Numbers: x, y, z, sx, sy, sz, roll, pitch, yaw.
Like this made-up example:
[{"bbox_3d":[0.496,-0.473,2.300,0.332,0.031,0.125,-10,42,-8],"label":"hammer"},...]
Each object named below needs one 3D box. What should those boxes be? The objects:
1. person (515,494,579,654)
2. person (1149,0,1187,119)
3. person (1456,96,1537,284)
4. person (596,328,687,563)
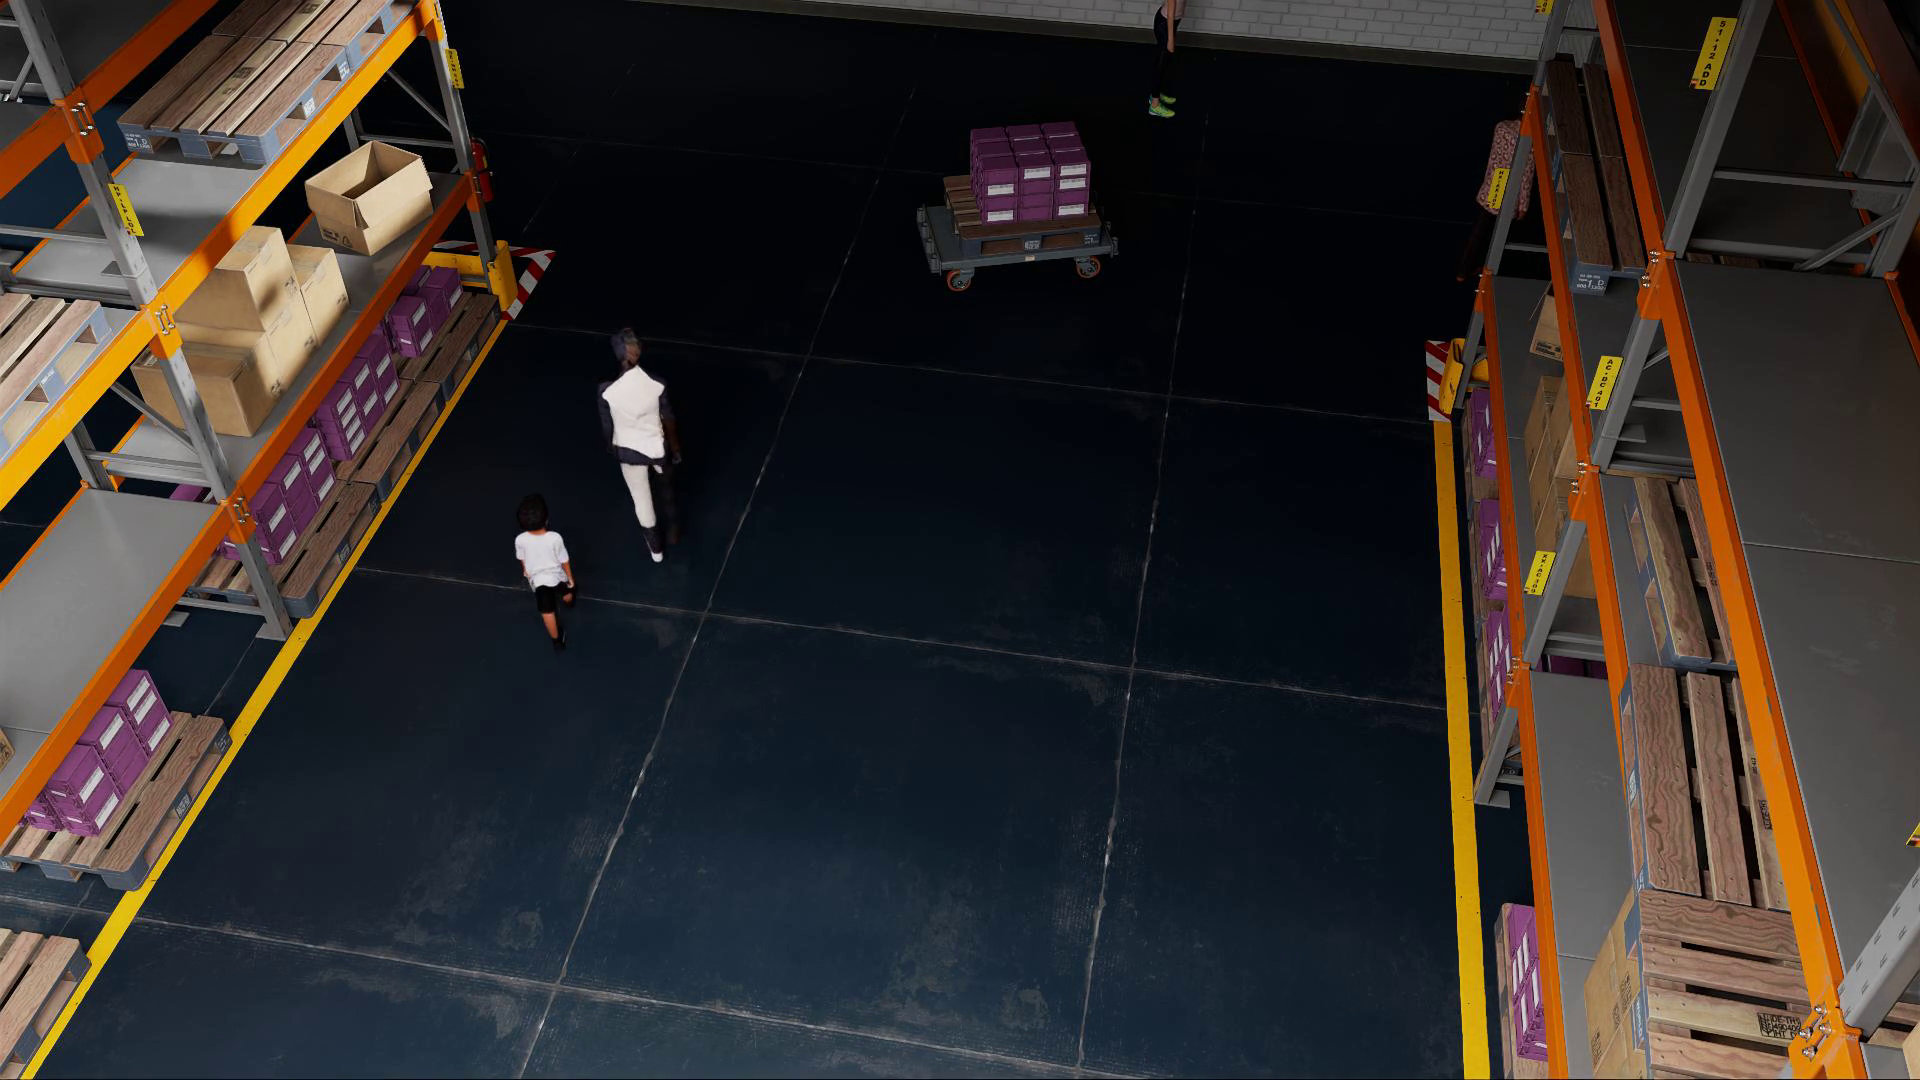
[{"bbox_3d":[-2.741,0.257,11.020,0.645,1.240,0.858,-5,44,-5],"label":"person"},{"bbox_3d":[2.011,-4.982,16.185,0.662,1.702,0.464,5,44,6],"label":"person"},{"bbox_3d":[4.530,-2.869,13.895,0.836,1.801,0.741,-19,47,-18],"label":"person"},{"bbox_3d":[-2.170,-0.577,11.433,0.783,1.879,0.790,-10,44,-10],"label":"person"}]
